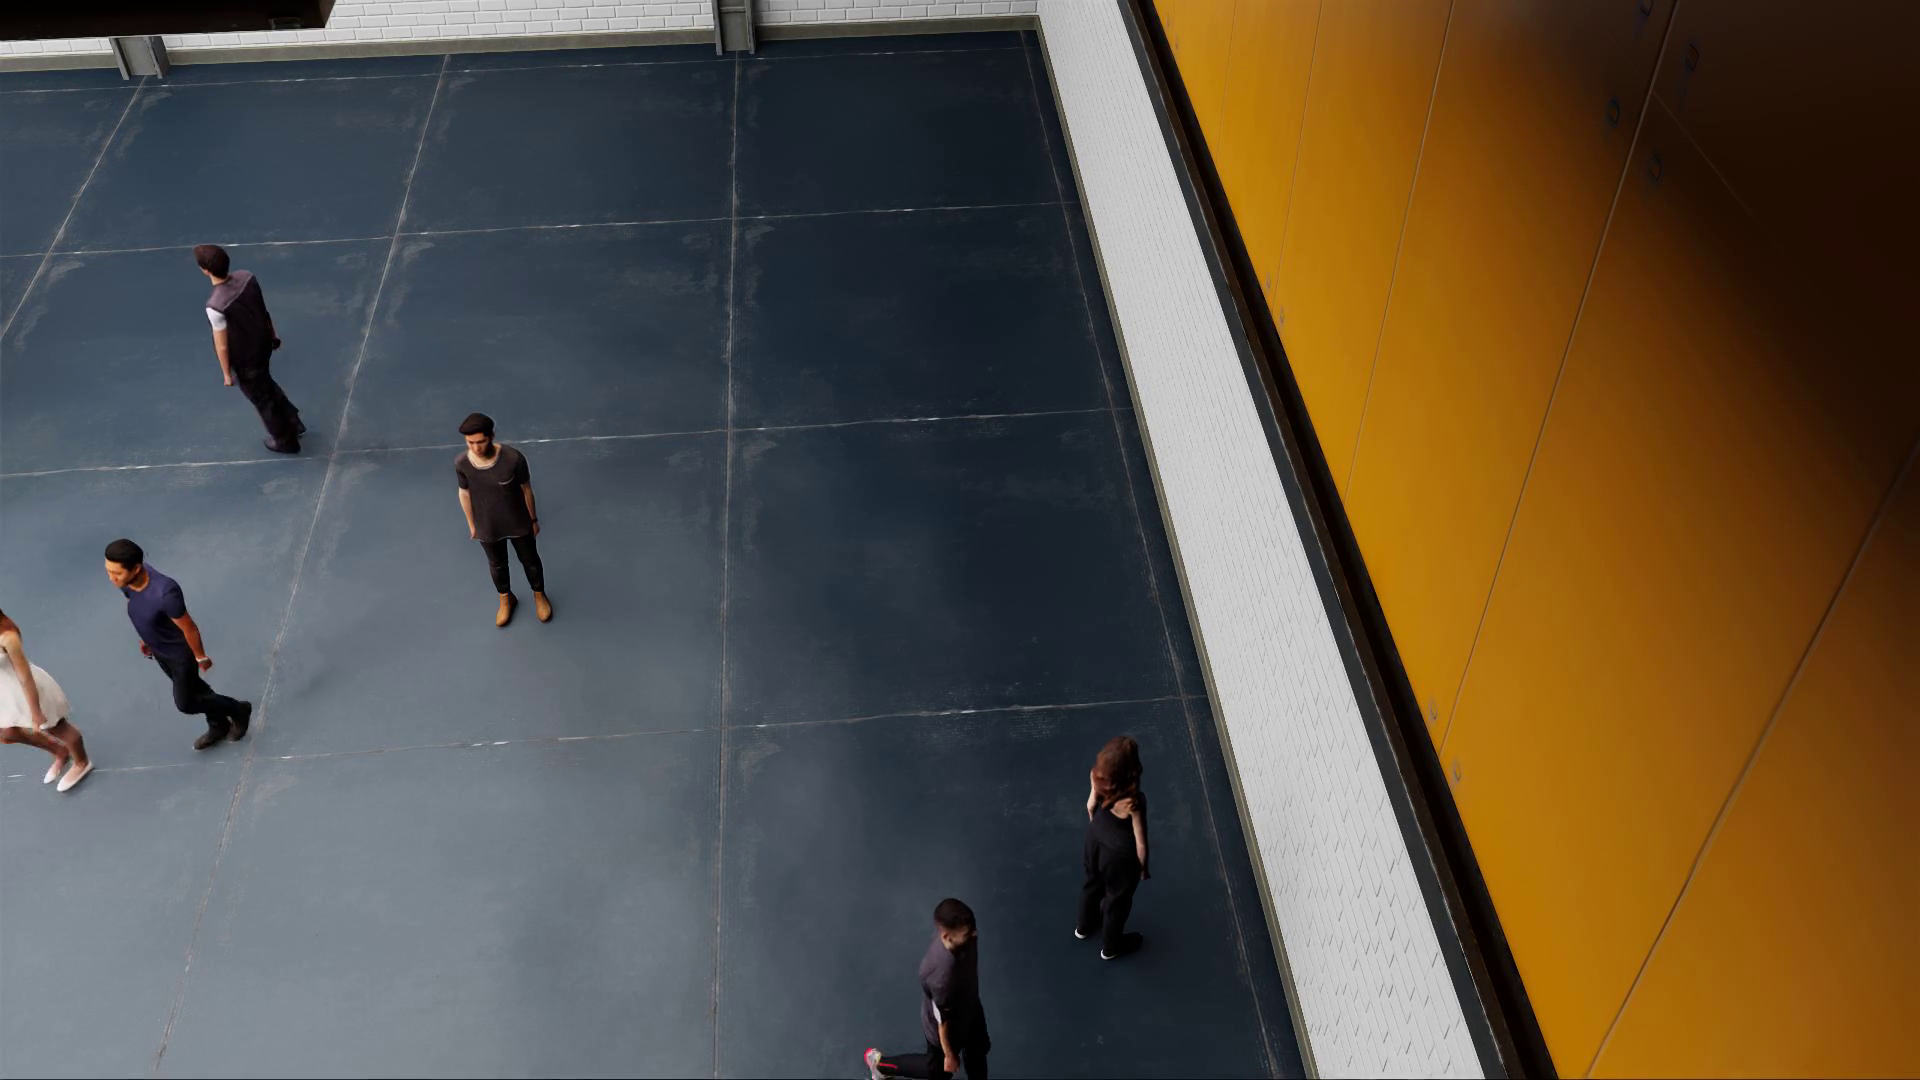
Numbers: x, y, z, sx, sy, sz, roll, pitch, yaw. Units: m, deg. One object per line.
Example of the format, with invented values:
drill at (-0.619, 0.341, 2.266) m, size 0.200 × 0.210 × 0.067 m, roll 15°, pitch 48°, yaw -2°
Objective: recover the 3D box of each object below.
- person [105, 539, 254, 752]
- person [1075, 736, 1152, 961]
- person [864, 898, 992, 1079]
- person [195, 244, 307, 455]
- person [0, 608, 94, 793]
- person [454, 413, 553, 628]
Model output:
person at (-4.685, 0.586, 10.079) m, size 0.787 × 1.778 × 0.854 m, roll 25°, pitch 49°, yaw 24°
person at (0.817, 1.657, 8.978) m, size 0.697 × 1.747 × 0.662 m, roll -31°, pitch 52°, yaw -29°
person at (-0.114, 2.344, 8.260) m, size 1.152 × 1.743 × 0.944 m, roll 14°, pitch 45°, yaw 14°
person at (-5.073, -1.354, 12.070) m, size 0.755 × 1.841 × 0.778 m, roll 10°, pitch 45°, yaw 11°
person at (-5.499, 0.826, 9.881) m, size 0.681 × 1.704 × 0.758 m, roll 18°, pitch 47°, yaw 18°
person at (-3.001, -0.158, 10.904) m, size 0.485 × 1.717 × 0.676 m, roll -5°, pitch 44°, yaw -5°
